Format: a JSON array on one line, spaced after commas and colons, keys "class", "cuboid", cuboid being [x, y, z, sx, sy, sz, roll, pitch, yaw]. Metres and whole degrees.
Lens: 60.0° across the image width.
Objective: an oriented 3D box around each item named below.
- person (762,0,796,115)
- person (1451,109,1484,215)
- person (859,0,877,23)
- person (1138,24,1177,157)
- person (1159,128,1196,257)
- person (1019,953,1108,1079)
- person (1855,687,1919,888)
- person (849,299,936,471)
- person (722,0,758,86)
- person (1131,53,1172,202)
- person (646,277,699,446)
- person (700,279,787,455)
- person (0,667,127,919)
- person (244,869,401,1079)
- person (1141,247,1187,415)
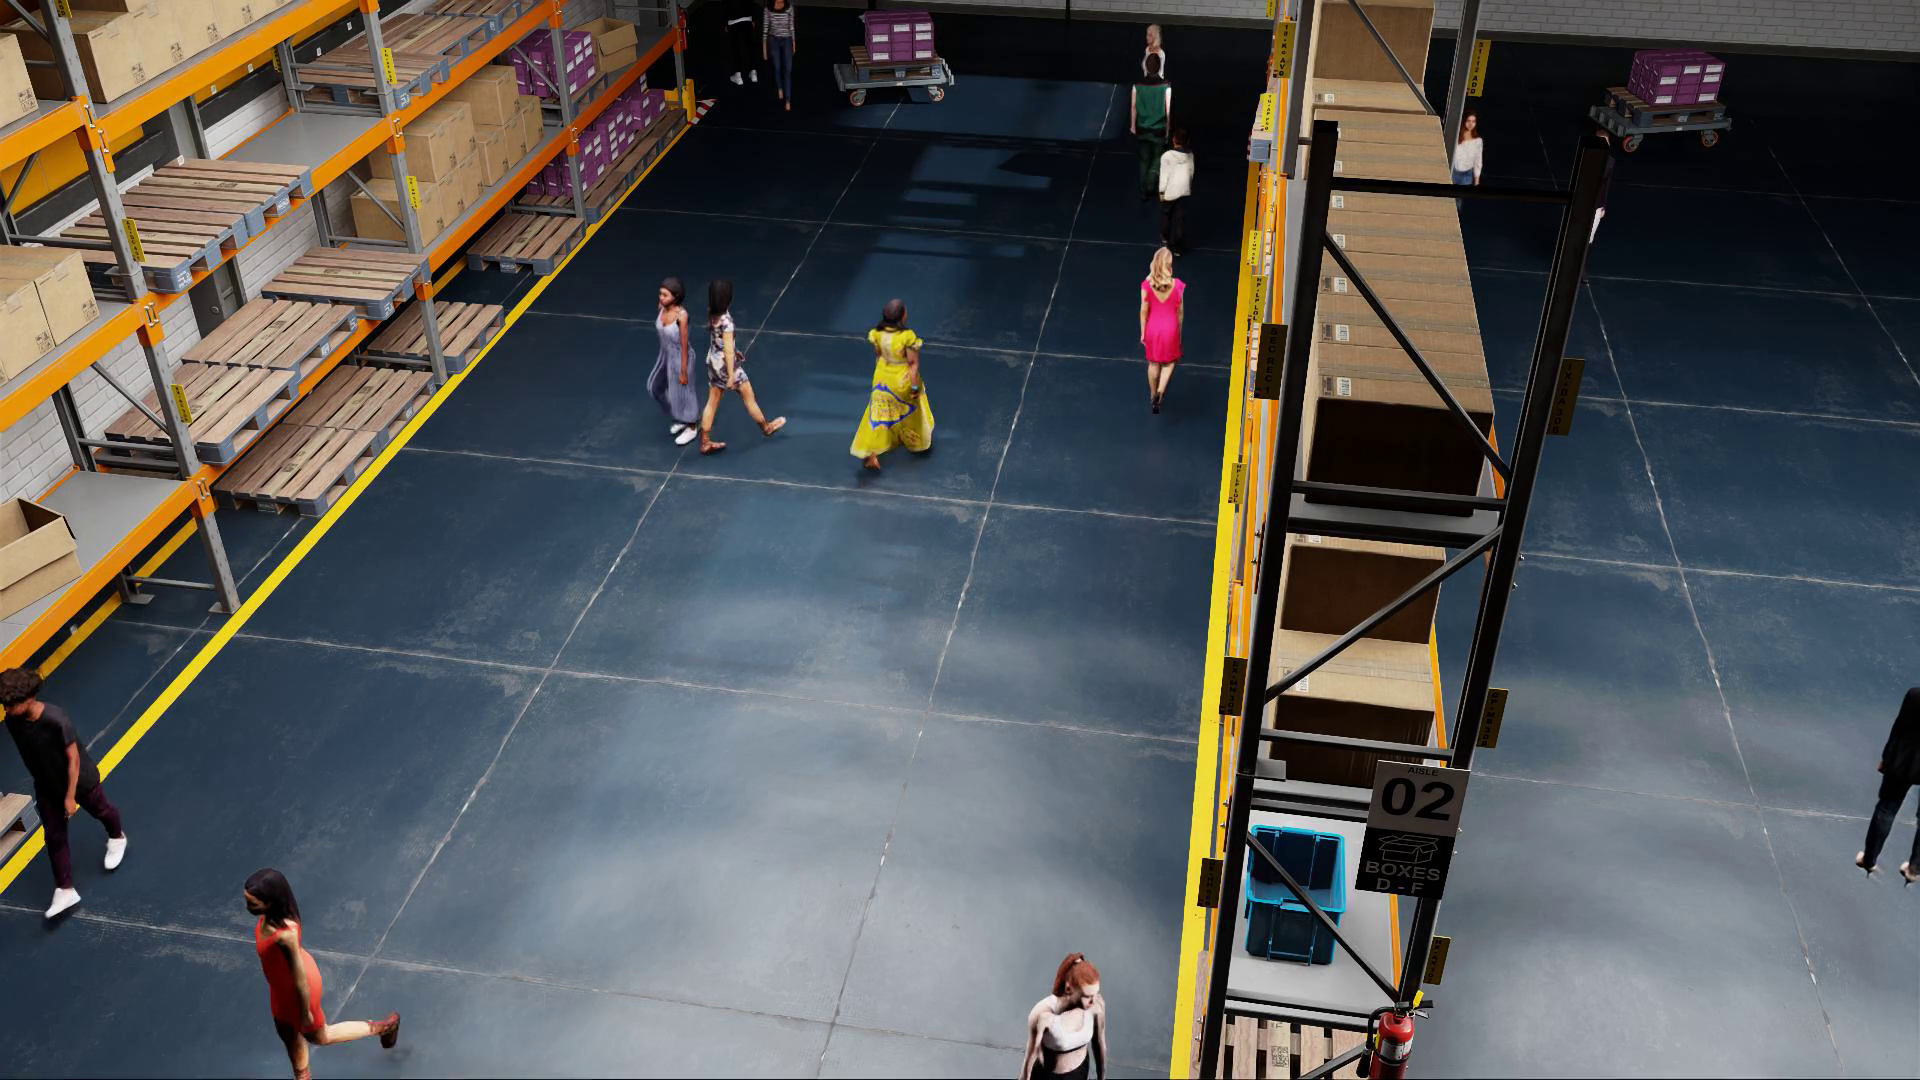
[{"class": "person", "cuboid": [-2.531, -6.900, 23.331, 0.940, 1.725, 1.265, -6, 34, -8]}, {"class": "person", "cuboid": [5.756, -4.170, 19.262, 0.637, 1.682, 1.155, 3, 34, 4]}, {"class": "person", "cuboid": [-1.490, -9.269, 26.879, 0.704, 1.743, 0.581, -6, 34, -8]}, {"class": "person", "cuboid": [2.598, -5.905, 21.821, 0.914, 1.739, 0.896, -17, 37, -23]}, {"class": "person", "cuboid": [2.502, -3.980, 19.224, 0.754, 1.408, 0.969, -9, 35, -13]}, {"class": "person", "cuboid": [0.488, 2.771, 8.778, 0.743, 1.729, 0.770, -11, 35, -16]}, {"class": "person", "cuboid": [5.810, 1.358, 9.951, 0.733, 1.777, 0.617, 9, 35, 14]}, {"class": "person", "cuboid": [-0.625, -1.380, 15.116, 1.039, 1.624, 1.409, 16, 37, 23]}, {"class": "person", "cuboid": [-3.219, -7.599, 24.298, 0.763, 1.818, 0.794, -16, 37, -23]}, {"class": "person", "cuboid": [2.335, -5.031, 20.425, 0.698, 1.828, 0.728, 10, 35, 15]}, {"class": "person", "cuboid": [-2.582, -1.699, 15.541, 0.766, 1.686, 0.824, 28, 42, 35]}, {"class": "person", "cuboid": [-2.256, -1.559, 15.326, 1.124, 1.691, 1.053, -21, 39, -28]}, {"class": "person", "cuboid": [-5.724, 1.478, 10.717, 0.704, 1.734, 1.079, 1, 34, 1]}, {"class": "person", "cuboid": [-3.619, 2.454, 9.284, 1.076, 1.695, 0.990, -23, 40, -30]}, {"class": "person", "cuboid": [1.913, -1.937, 15.875, 0.602, 1.712, 0.784, 7, 34, 11]}]
